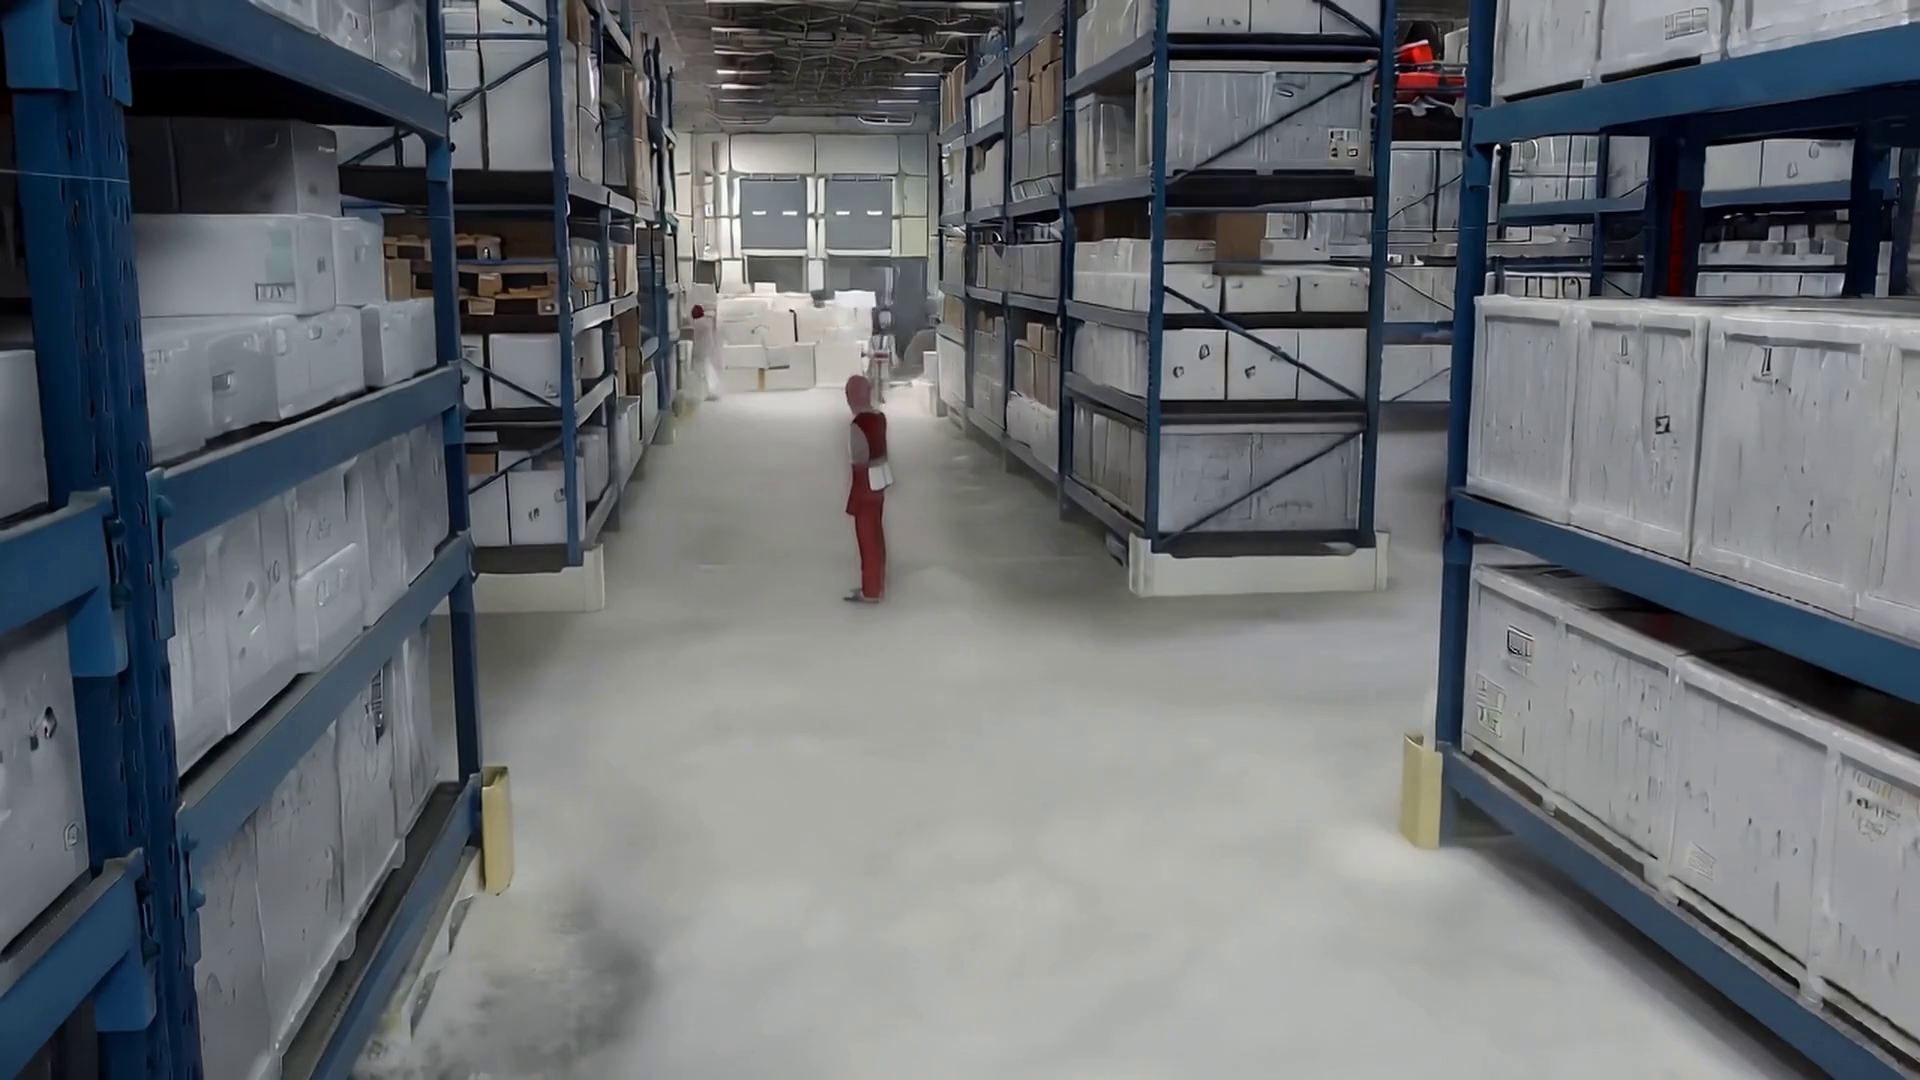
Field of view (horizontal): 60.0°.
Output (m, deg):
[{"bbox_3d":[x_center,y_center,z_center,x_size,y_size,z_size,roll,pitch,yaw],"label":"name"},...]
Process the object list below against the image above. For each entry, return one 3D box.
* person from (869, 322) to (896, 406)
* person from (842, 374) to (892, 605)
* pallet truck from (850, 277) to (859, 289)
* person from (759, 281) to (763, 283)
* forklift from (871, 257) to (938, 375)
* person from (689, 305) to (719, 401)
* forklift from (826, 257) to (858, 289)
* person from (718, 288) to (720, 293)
[{"bbox_3d":[-1.496,-3.354,31.751,0.546,1.606,0.745,1,10,6],"label":"person"},{"bbox_3d":[-0.772,-0.416,13.798,0.392,1.915,0.587,2,10,13],"label":"person"},{"bbox_3d":[-3.782,-9.391,65.808,1.885,1.965,0.823,2,10,10],"label":"pallet truck"},{"bbox_3d":[-7.007,-8.179,58.921,0.372,1.940,0.627,-2,10,-12],"label":"person"},{"bbox_3d":[-1.041,-5.314,39.502,1.873,2.768,1.129,3,10,18],"label":"forklift"},{"bbox_3d":[-5.238,-3.685,32.893,0.985,1.888,0.655,1,10,4],"label":"person"},{"bbox_3d":[-3.358,-6.666,47.375,1.129,2.768,1.873,-1,10,-7],"label":"forklift"},{"bbox_3d":[-9.306,-9.084,65.139,0.525,1.617,0.705,7,12,34],"label":"person"}]
